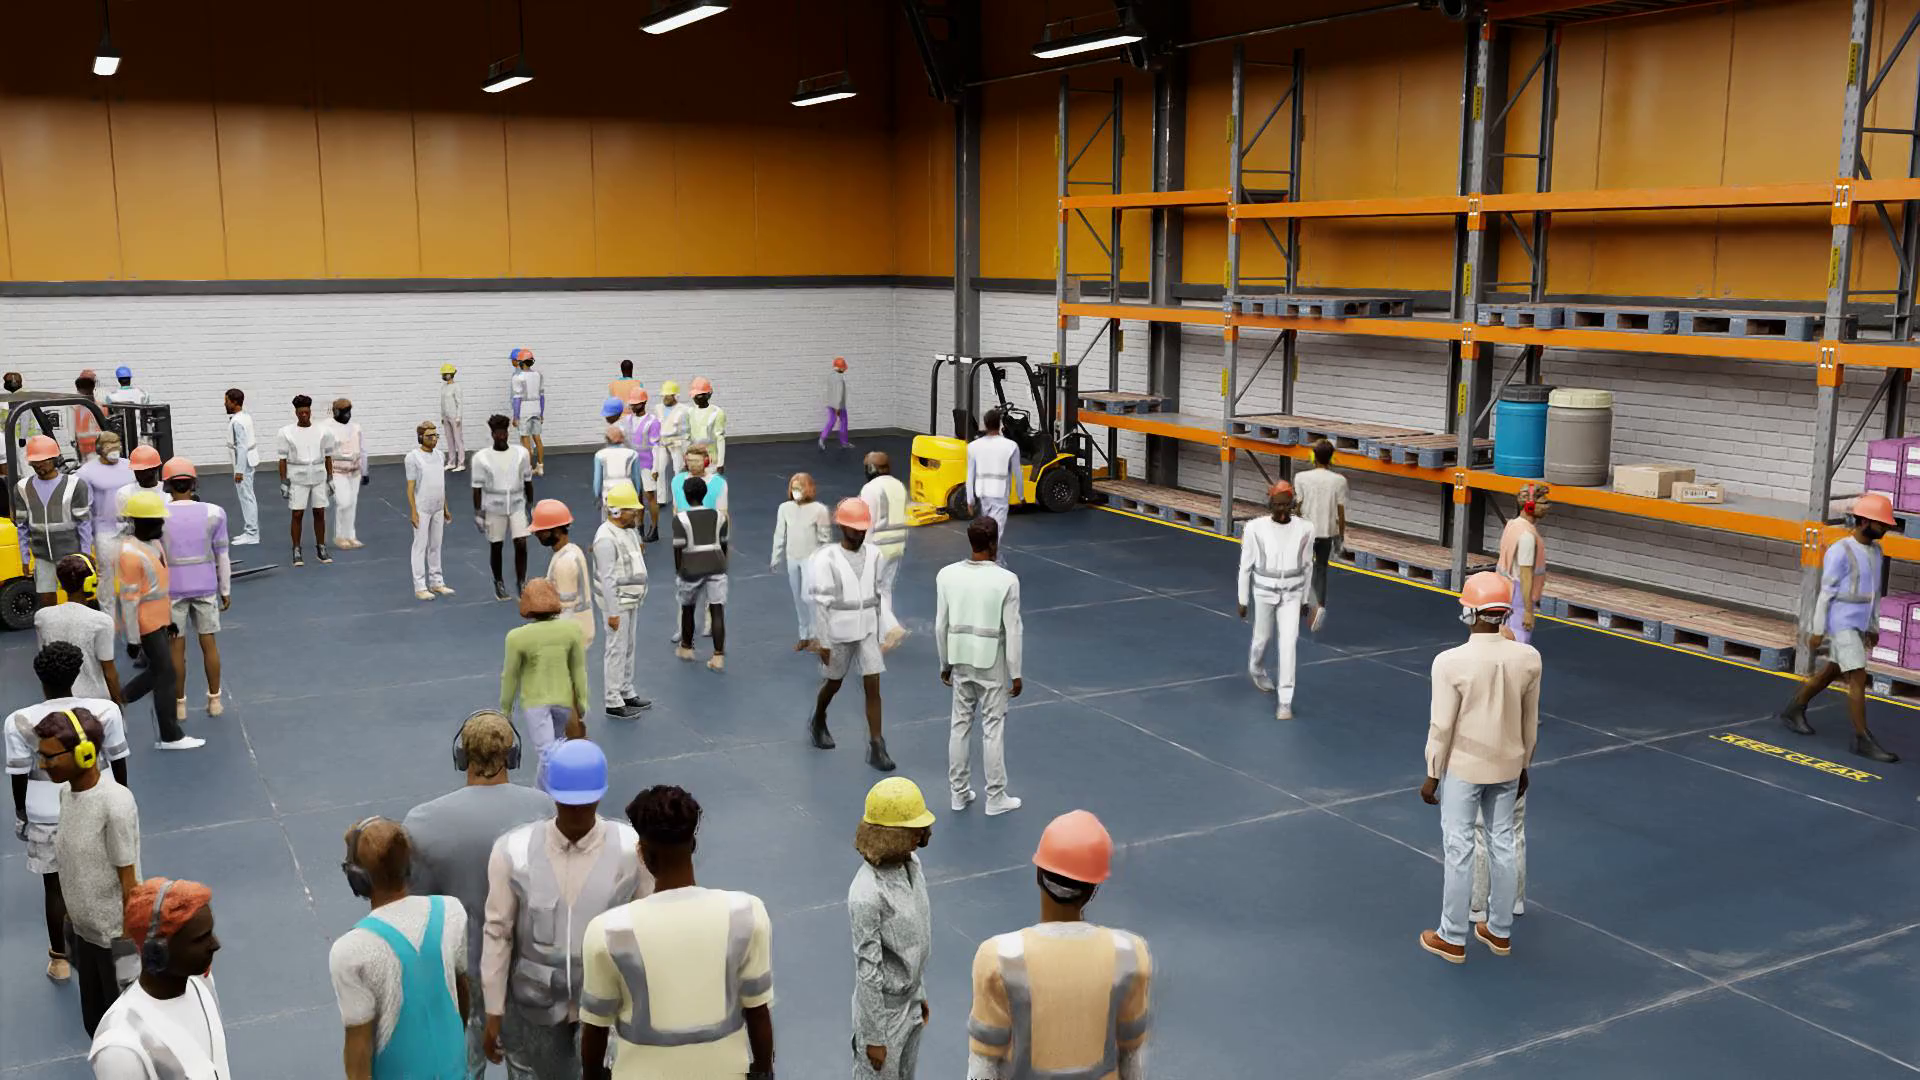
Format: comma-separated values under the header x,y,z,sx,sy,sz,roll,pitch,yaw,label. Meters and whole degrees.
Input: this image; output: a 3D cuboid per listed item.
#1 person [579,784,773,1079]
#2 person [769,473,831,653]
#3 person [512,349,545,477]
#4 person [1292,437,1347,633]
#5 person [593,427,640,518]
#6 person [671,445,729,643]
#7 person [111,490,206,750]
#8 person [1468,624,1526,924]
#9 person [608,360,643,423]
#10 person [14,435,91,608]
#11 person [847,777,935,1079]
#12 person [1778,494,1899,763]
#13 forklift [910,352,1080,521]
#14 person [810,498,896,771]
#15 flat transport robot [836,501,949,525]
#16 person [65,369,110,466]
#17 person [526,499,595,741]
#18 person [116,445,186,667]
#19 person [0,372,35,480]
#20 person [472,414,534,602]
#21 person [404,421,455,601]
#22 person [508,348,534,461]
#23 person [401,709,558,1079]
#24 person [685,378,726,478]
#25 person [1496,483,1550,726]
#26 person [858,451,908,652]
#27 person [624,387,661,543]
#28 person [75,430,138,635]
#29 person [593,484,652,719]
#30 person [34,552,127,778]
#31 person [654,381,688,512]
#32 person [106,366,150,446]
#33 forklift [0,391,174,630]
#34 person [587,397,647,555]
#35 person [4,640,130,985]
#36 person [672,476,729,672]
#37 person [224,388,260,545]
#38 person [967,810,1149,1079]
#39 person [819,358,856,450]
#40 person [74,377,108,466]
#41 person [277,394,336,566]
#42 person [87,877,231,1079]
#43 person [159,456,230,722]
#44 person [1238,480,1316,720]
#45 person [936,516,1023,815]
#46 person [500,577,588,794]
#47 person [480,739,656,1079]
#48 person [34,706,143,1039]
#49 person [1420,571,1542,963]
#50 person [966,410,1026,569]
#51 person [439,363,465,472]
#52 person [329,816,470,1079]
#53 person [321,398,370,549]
x,y,z,sx,sy,sz,roll,pitch,yaw,label
-0.916,1.718,5.376,0.608,1.907,1.024,-4,11,-20,person
-1.434,0.209,14.863,0.511,1.619,0.447,5,11,27,person
-6.873,-2.013,26.447,0.377,2.044,0.608,7,12,34,person
3.348,-0.028,15.554,0.518,1.857,0.678,0,10,-2,person
-3.926,-0.501,19.038,0.526,1.586,0.863,-1,10,-6,person
-2.415,0.039,15.270,0.594,1.811,0.816,2,10,13,person
-5.855,0.583,11.888,0.679,1.905,0.598,-2,10,-14,person
2.852,1.241,8.910,0.513,1.631,0.318,-5,11,-26,person
-5.175,-1.846,25.873,0.599,1.908,0.404,4,10,20,person
-7.765,0.111,14.266,0.600,2.035,0.402,-1,10,-7,person
-0.230,1.692,5.977,0.295,1.744,0.485,3,10,18,person
6.386,0.581,12.007,0.562,1.881,0.990,-6,11,-30,person
0.460,-1.461,22.833,2.313,2.155,1.214,-5,11,-28,forklift
-0.787,0.622,11.713,0.548,1.898,0.967,-6,11,-31,person
-0.907,-0.393,22.217,1.431,0.197,0.652,7,12,37,flat transport robot
-12.437,-1.496,23.866,0.641,1.908,0.407,-4,11,-22,person
-2.710,0.664,11.369,0.414,1.923,0.586,-2,10,-10,person
-6.961,0.140,14.362,0.551,1.933,0.369,-4,11,-20,person
-13.702,-1.523,24.206,0.429,1.842,0.636,-7,12,-36,person
-4.600,-0.305,16.875,0.658,1.944,0.778,-5,11,-28,person
-5.487,-0.308,17.198,0.346,1.847,0.506,5,11,28,person
-7.440,-2.270,28.195,0.394,1.945,0.618,0,10,2,person
-1.718,1.573,6.151,0.635,1.928,0.383,-4,11,-22,person
-3.179,-1.003,20.678,0.604,2.034,0.417,6,11,30,person
4.254,0.478,12.668,0.384,1.845,0.565,1,10,8,person
-0.674,0.122,14.849,0.544,1.809,0.674,6,12,32,person
-3.942,-0.930,20.548,0.544,1.929,0.388,6,12,31,person
-7.929,-0.070,15.604,0.385,1.929,0.634,8,12,38,person
-2.606,0.468,12.811,0.403,1.821,0.601,1,10,5,person
-5.086,0.996,9.659,0.511,1.862,0.325,2,10,9,person
-4.007,-1.270,22.839,0.617,1.805,0.701,4,11,24,person
-11.950,-1.529,23.956,0.402,1.940,0.602,10,14,44,person
-9.026,-0.363,16.508,1.214,2.155,2.313,6,11,29,forklift
-4.050,-0.737,19.582,0.702,1.894,0.648,-1,10,-8,person
-4.368,1.331,8.188,0.540,1.695,0.317,-6,12,-32,person
-2.235,0.278,14.360,0.554,1.643,0.827,-5,11,-26,person
-8.807,-0.905,20.423,0.374,1.917,0.599,-3,10,-17,person
0.281,1.762,5.073,0.576,1.927,0.389,-2,10,-13,person
-2.228,-2.468,30.101,0.732,1.682,0.568,-7,12,-36,person
-11.526,-1.226,22.210,0.613,1.942,0.820,5,11,27,person
-7.477,-0.691,19.055,0.613,1.963,0.362,-7,12,-35,person
-2.191,1.851,4.672,0.356,1.879,0.574,-1,10,-3,person
-5.914,0.376,12.737,0.611,2.032,0.411,-7,12,-35,person
2.476,0.411,13.112,0.585,1.841,0.986,0,10,1,person
0.120,0.799,10.615,0.591,1.918,0.383,6,11,29,person
-2.570,1.018,10.277,0.508,1.584,0.863,-8,13,-38,person
-1.390,1.609,6.022,0.616,1.905,0.998,-1,10,-6,person
-3.347,1.552,6.474,0.528,1.857,0.332,7,12,37,person
2.620,1.144,8.408,0.614,1.994,0.381,-3,10,-16,person
0.391,-0.482,18.152,0.588,1.866,0.979,5,11,25,person
-8.311,-1.997,27.152,0.525,1.769,0.315,8,13,39,person
-1.829,1.760,5.439,0.973,1.789,0.540,8,13,39,person
-7.384,-0.795,20.041,0.513,1.828,0.648,5,11,27,person
